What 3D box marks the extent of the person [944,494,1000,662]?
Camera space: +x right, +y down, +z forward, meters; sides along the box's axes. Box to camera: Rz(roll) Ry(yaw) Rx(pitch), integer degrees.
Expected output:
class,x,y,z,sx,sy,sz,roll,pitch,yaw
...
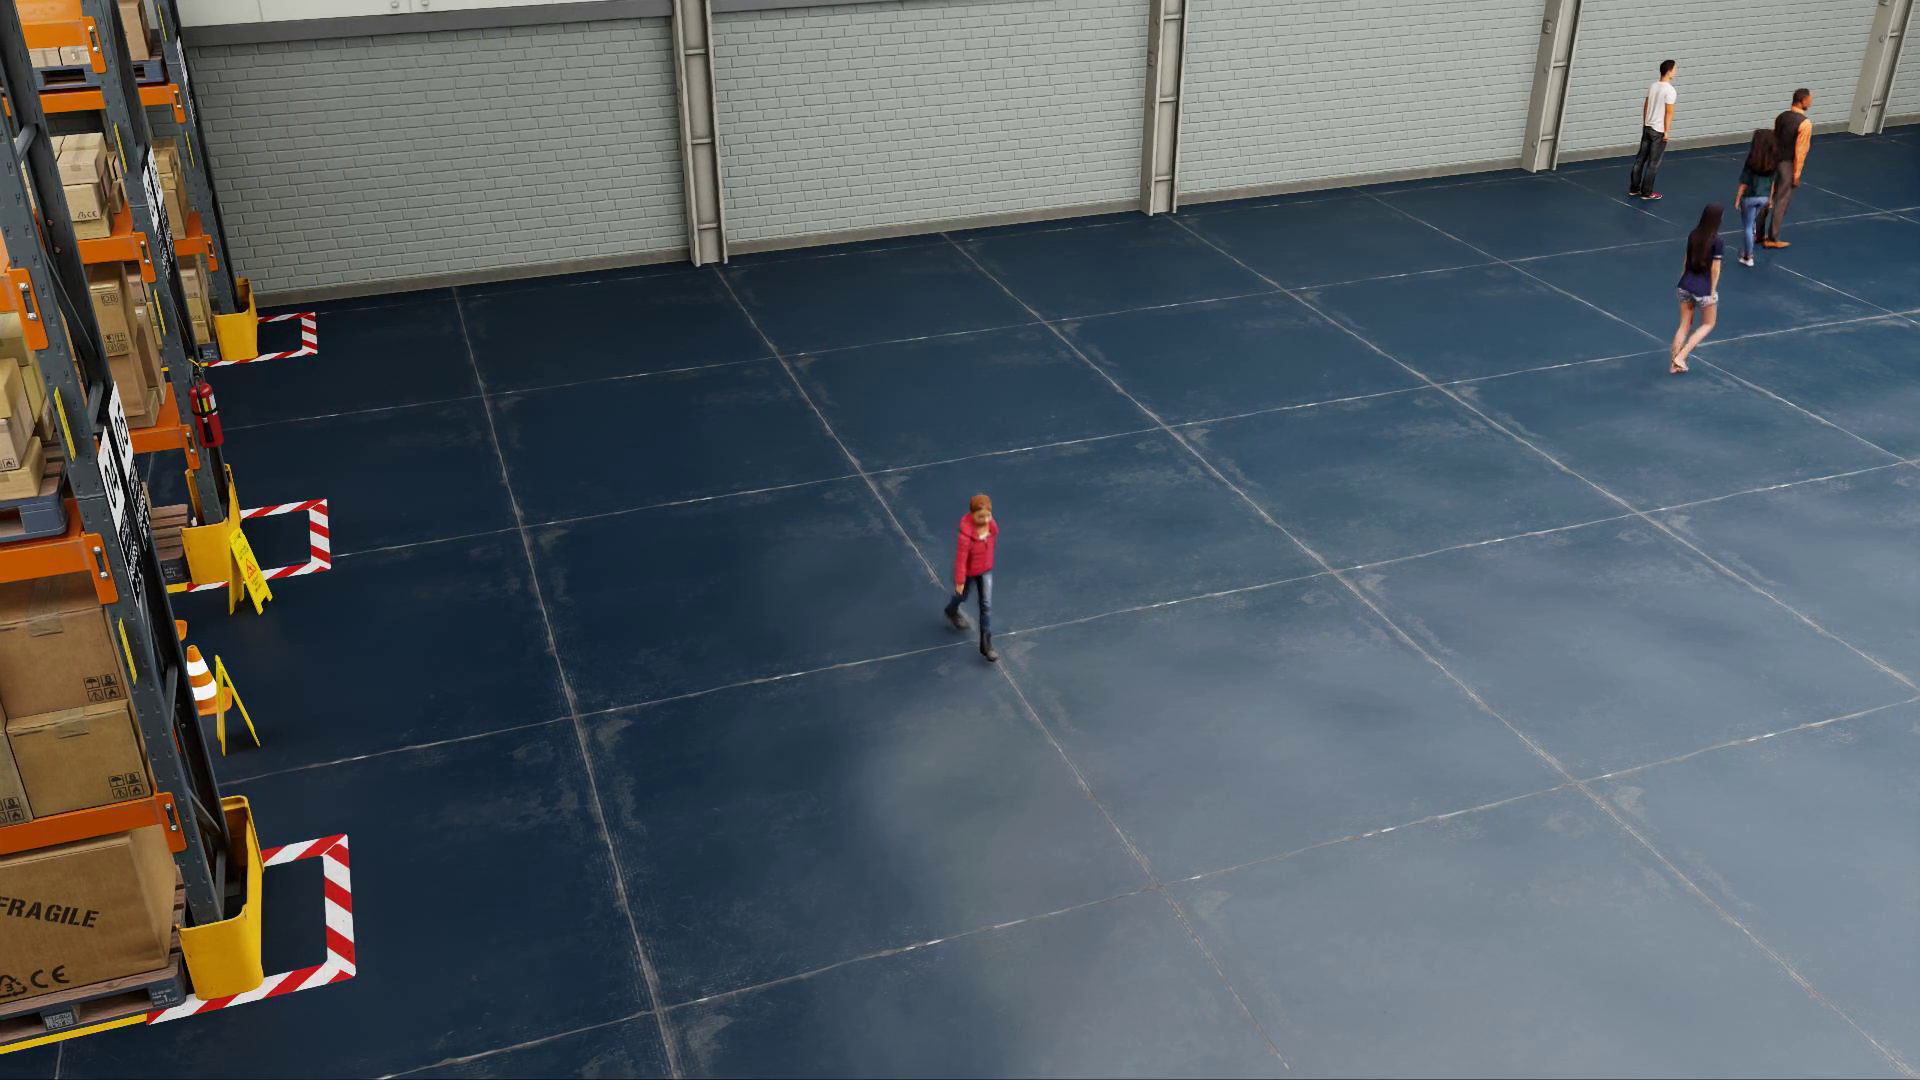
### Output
class,x,y,z,sx,sy,sz,roll,pitch,yaw
person,0.075,0.202,12.027,0.913,1.271,0.656,-15,31,-25

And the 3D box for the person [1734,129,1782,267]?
class,x,y,z,sx,sy,sz,roll,pitch,yaw
person,9.392,-3.998,19.564,0.578,1.601,0.695,-4,28,-8

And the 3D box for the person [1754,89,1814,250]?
class,x,y,z,sx,sy,sz,roll,pitch,yaw
person,10.010,-4.524,20.226,0.587,1.906,0.680,-9,29,-16

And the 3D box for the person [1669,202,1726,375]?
class,x,y,z,sx,sy,sz,roll,pitch,yaw
person,7.259,-2.456,16.506,0.647,1.753,0.628,-14,31,-24

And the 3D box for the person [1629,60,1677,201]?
class,x,y,z,sx,sy,sz,roll,pitch,yaw
person,9.230,-5.456,22.089,0.529,1.800,0.630,-9,29,-16
